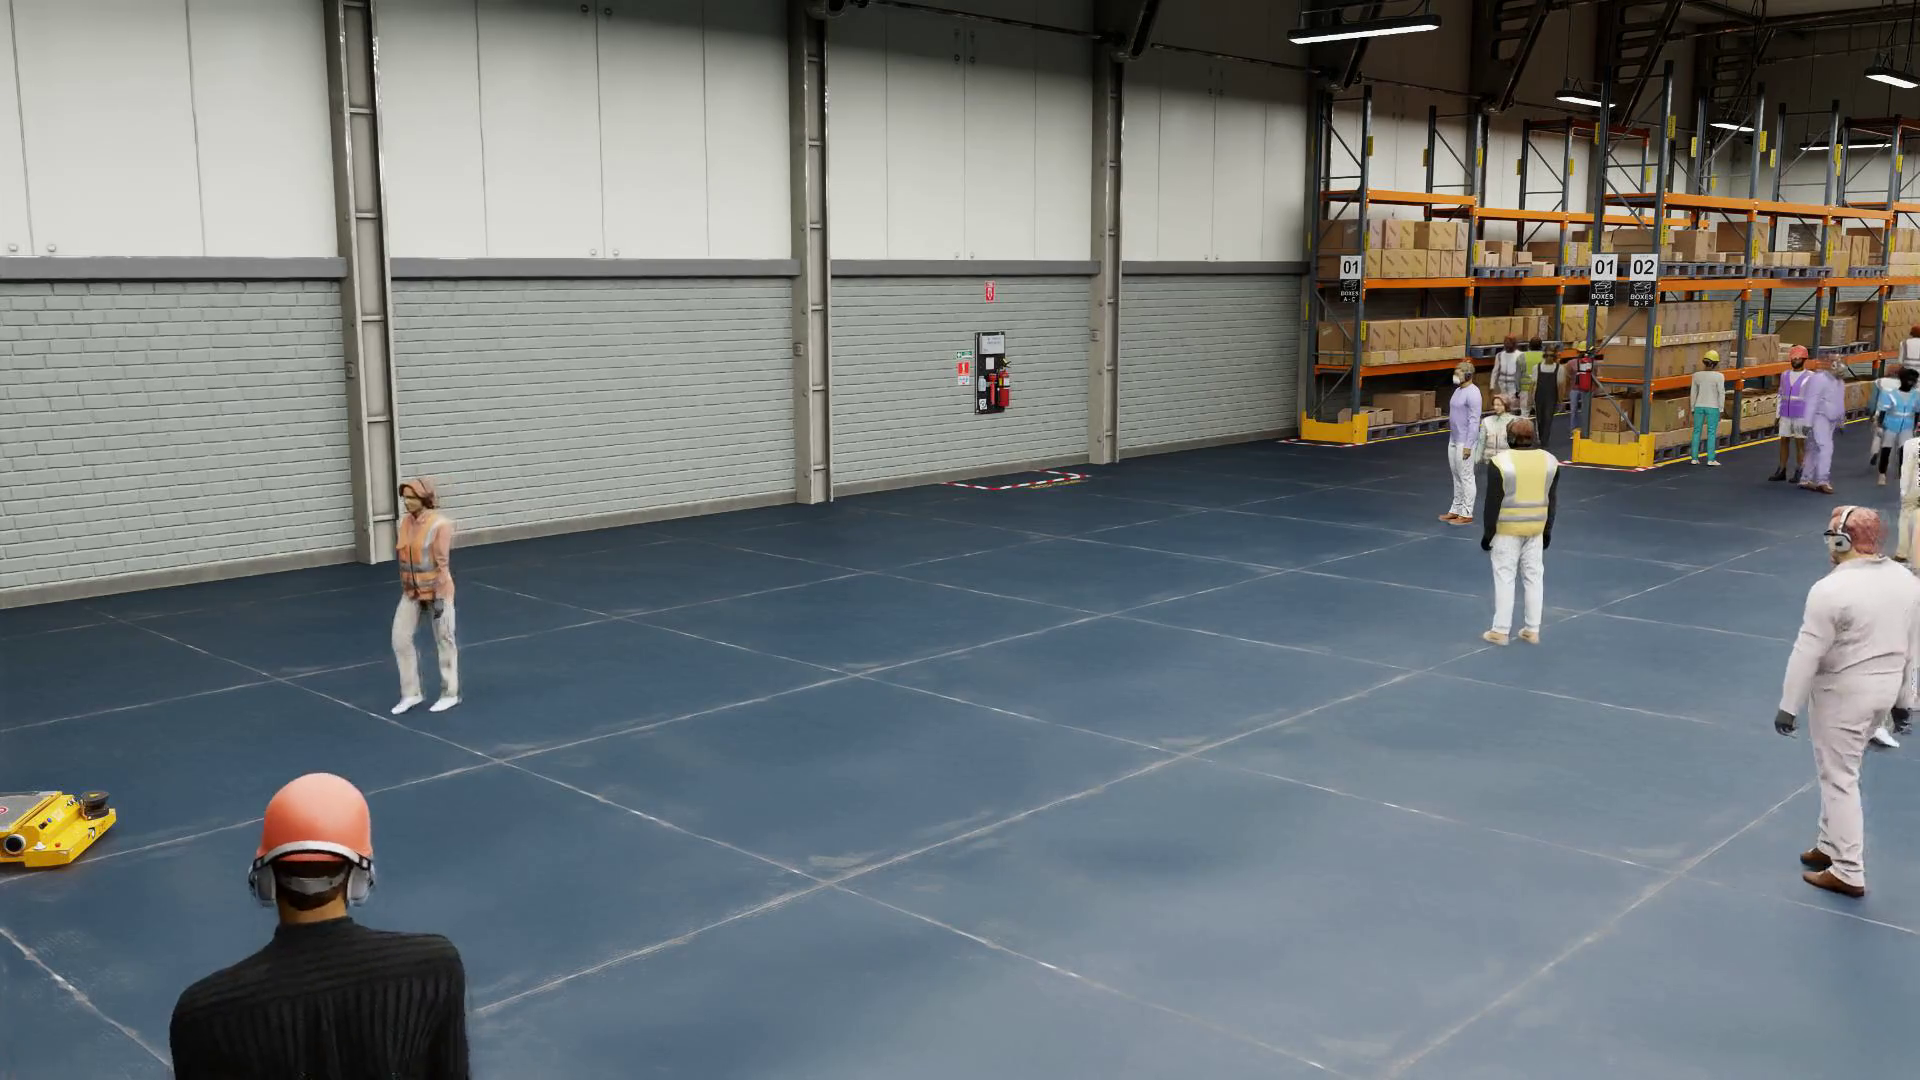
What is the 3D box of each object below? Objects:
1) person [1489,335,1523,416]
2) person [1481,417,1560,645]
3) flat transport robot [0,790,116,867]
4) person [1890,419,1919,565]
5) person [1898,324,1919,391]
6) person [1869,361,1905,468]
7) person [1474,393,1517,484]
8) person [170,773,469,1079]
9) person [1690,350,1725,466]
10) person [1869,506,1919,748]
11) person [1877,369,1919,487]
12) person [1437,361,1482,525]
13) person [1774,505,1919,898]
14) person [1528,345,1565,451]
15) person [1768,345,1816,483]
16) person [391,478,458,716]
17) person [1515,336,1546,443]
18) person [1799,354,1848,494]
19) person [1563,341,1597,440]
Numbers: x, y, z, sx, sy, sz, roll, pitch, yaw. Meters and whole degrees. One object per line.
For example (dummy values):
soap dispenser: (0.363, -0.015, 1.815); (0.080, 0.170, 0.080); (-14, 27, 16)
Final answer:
person: (9.826, -2.759, 29.823); (0.598, 1.832, 1.005); (9, 13, 44)
person: (4.486, -0.072, 13.406); (0.633, 1.839, 0.429); (-2, 10, -12)
flat transport robot: (-5.229, 1.503, 8.575); (1.431, 0.197, 0.652); (-1, 9, -8)
person: (9.671, -0.498, 16.713); (0.514, 1.609, 0.704); (2, 9, 11)
person: (19.501, -3.472, 34.028); (0.598, 1.871, 0.489); (8, 12, 39)
person: (13.995, -1.879, 25.061); (0.527, 1.622, 0.414); (7, 12, 37)
person: (6.038, -0.837, 18.708); (0.550, 1.619, 0.547); (-9, 13, -44)
person: (-1.337, 1.479, 3.578); (0.609, 1.966, 0.521); (-5, 10, -26)
person: (11.440, -2.012, 25.450); (0.316, 1.769, 0.523); (-8, 12, -40)
person: (6.150, 0.400, 10.480); (1.019, 1.872, 0.594); (-3, 10, -15)
person: (12.831, -1.511, 22.731); (0.592, 1.640, 0.855); (2, 10, 11)
person: (5.923, -1.142, 19.626); (0.372, 1.940, 0.631); (-1, 9, -4)
person: (4.268, 0.764, 8.136); (0.669, 1.884, 0.658); (-4, 10, -22)
person: (9.483, -2.265, 26.904); (0.521, 1.808, 0.940); (4, 10, 26)
person: (11.761, -1.773, 23.460); (0.350, 1.942, 0.545); (-6, 11, -33)
person: (-3.640, 0.392, 11.231); (0.518, 1.619, 0.567); (4, 10, 25)
person: (9.918, -2.591, 28.745); (0.628, 1.846, 0.429); (3, 10, 20)
person: (11.706, -1.564, 22.411); (0.664, 1.866, 0.759); (-7, 11, -35)
person: (10.887, -2.623, 29.224); (0.558, 1.741, 0.445); (4, 10, 24)
